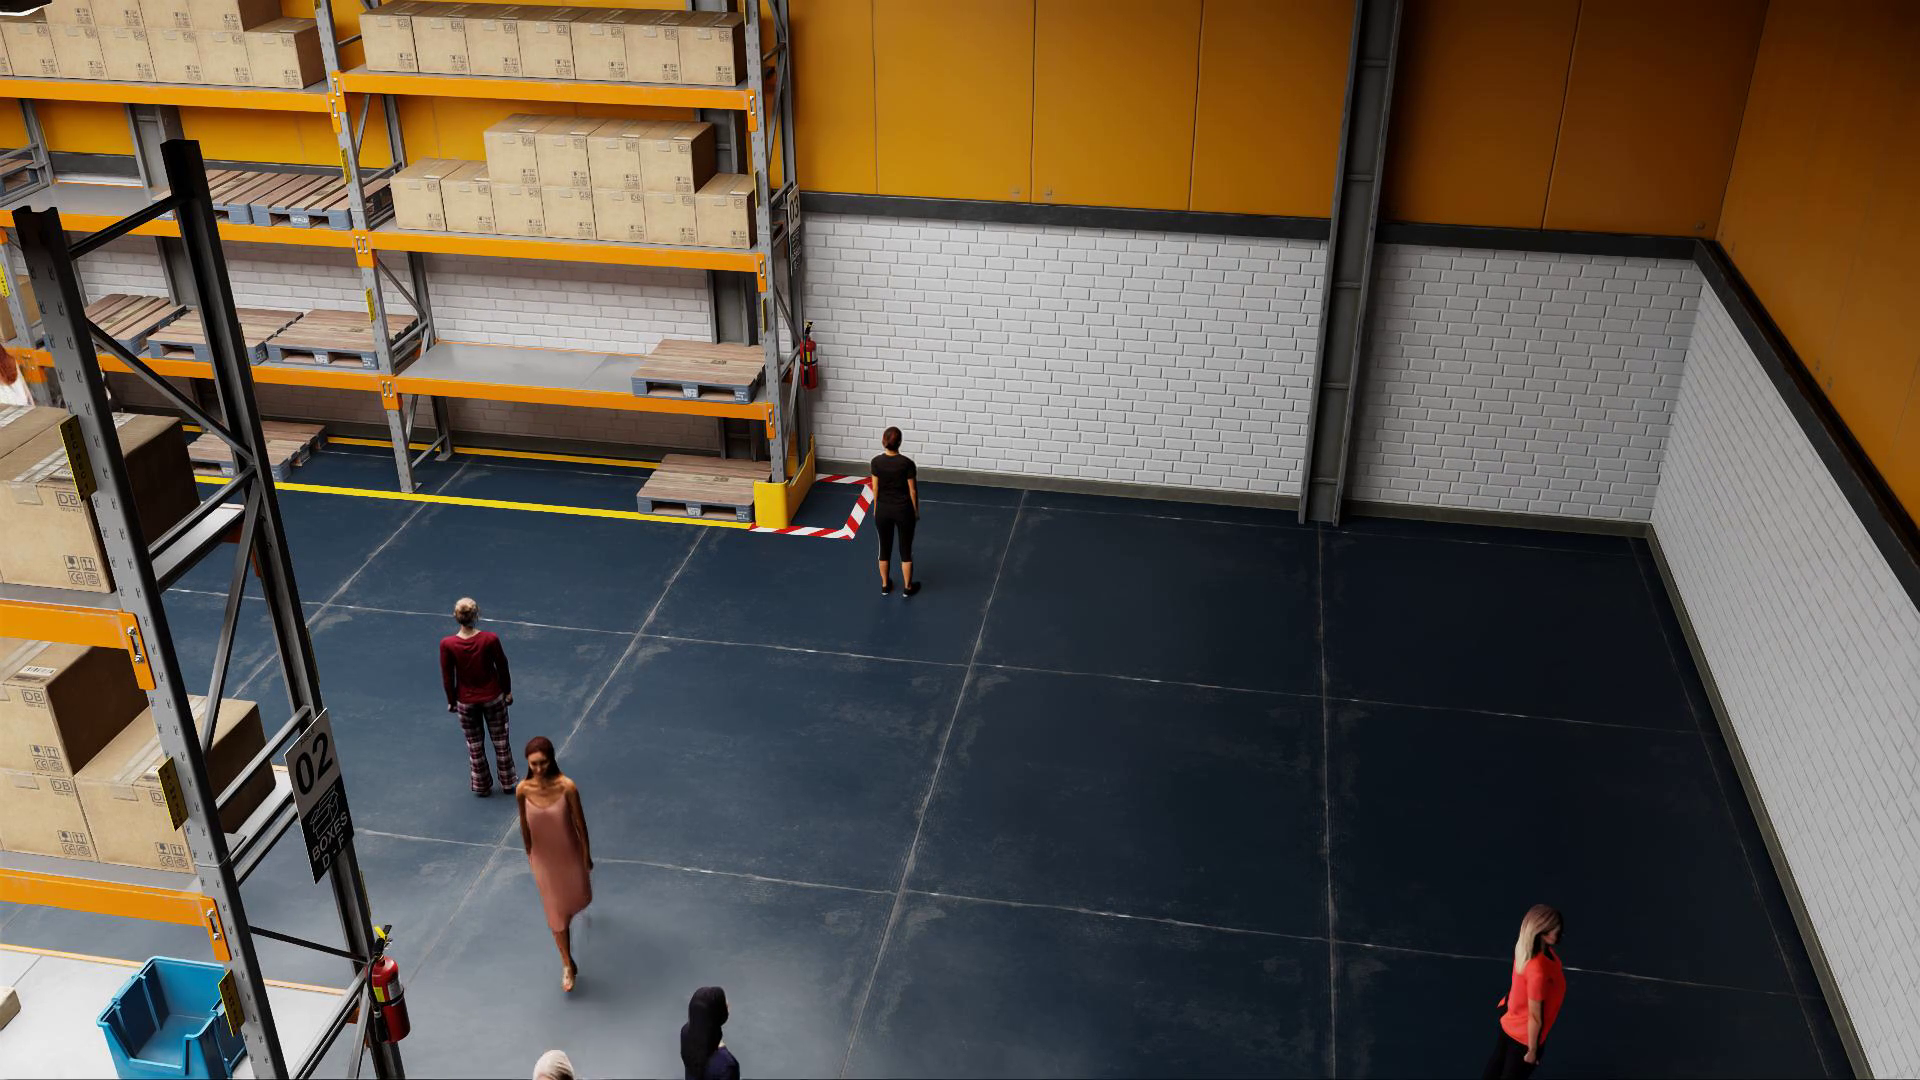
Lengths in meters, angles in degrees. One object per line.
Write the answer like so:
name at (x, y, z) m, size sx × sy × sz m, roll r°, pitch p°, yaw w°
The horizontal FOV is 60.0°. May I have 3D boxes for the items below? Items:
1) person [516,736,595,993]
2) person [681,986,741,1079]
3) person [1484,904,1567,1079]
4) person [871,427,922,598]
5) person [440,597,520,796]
person at (-2.573, 2.005, 10.769) m, size 1.041 × 1.810 × 0.828 m, roll -2°, pitch 29°, yaw -3°
person at (-1.373, 3.101, 8.854) m, size 0.723 × 1.719 × 0.799 m, roll 24°, pitch 37°, yaw 37°
person at (3.204, 2.765, 9.496) m, size 0.520 × 1.694 × 0.585 m, roll 4°, pitch 29°, yaw 7°
person at (-0.587, -0.264, 15.076) m, size 0.471 × 1.668 × 0.651 m, roll 7°, pitch 29°, yaw 12°
person at (-3.595, 1.158, 12.437) m, size 0.599 × 1.699 × 0.754 m, roll -8°, pitch 30°, yaw -14°
